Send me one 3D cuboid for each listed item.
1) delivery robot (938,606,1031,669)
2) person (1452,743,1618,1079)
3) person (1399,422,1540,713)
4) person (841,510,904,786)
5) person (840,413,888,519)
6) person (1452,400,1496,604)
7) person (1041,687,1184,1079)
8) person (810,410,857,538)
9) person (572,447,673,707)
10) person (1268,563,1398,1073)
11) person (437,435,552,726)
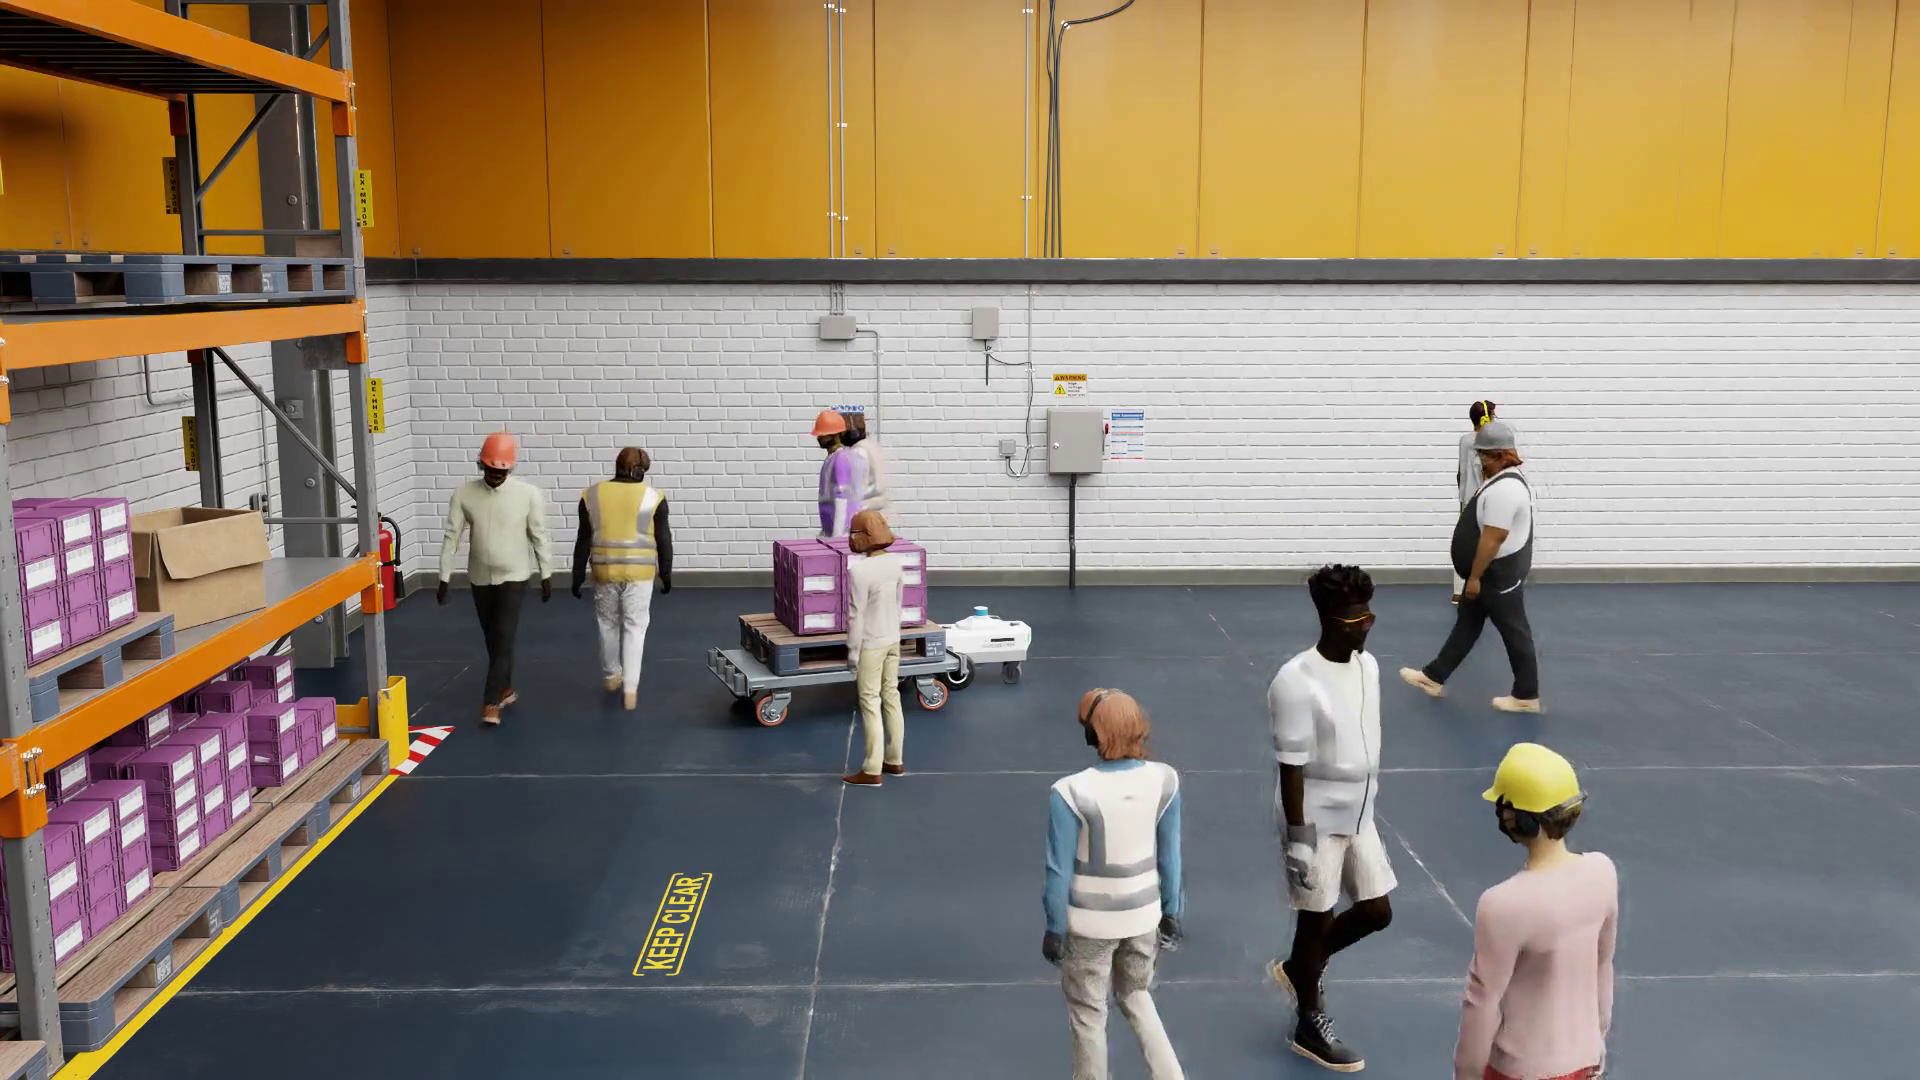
[{"bbox_3d":[0.155,0.732,12.195,0.707,0.478,0.477,-2,9,-13],"label":"delivery robot"},{"bbox_3d":[1.572,1.417,4.618,0.542,1.750,0.367,-6,11,-33],"label":"person"},{"bbox_3d":[3.564,0.161,11.440,0.989,2.000,0.707,3,10,17],"label":"person"},{"bbox_3d":[-0.506,0.633,9.815,0.282,1.627,0.512,5,11,30],"label":"person"},{"bbox_3d":[-0.803,-0.177,14.173,0.509,1.822,0.654,2,10,13],"label":"person"},{"bbox_3d":[4.639,-0.319,14.907,0.328,1.872,0.514,-2,10,-14],"label":"person"},{"bbox_3d":[0.535,1.312,5.662,0.519,1.627,0.459,-5,10,-28],"label":"person"},{"bbox_3d":[-0.984,-0.148,13.841,0.991,1.887,0.545,-2,9,-12],"label":"person"},{"bbox_3d":[-2.359,0.245,11.699,0.693,1.789,0.787,0,9,1],"label":"person"},{"bbox_3d":[1.392,1.043,6.302,0.614,1.950,0.447,-7,12,-37],"label":"person"},{"bbox_3d":[-3.139,0.257,11.157,0.720,1.926,0.919,0,9,-2],"label":"person"}]
